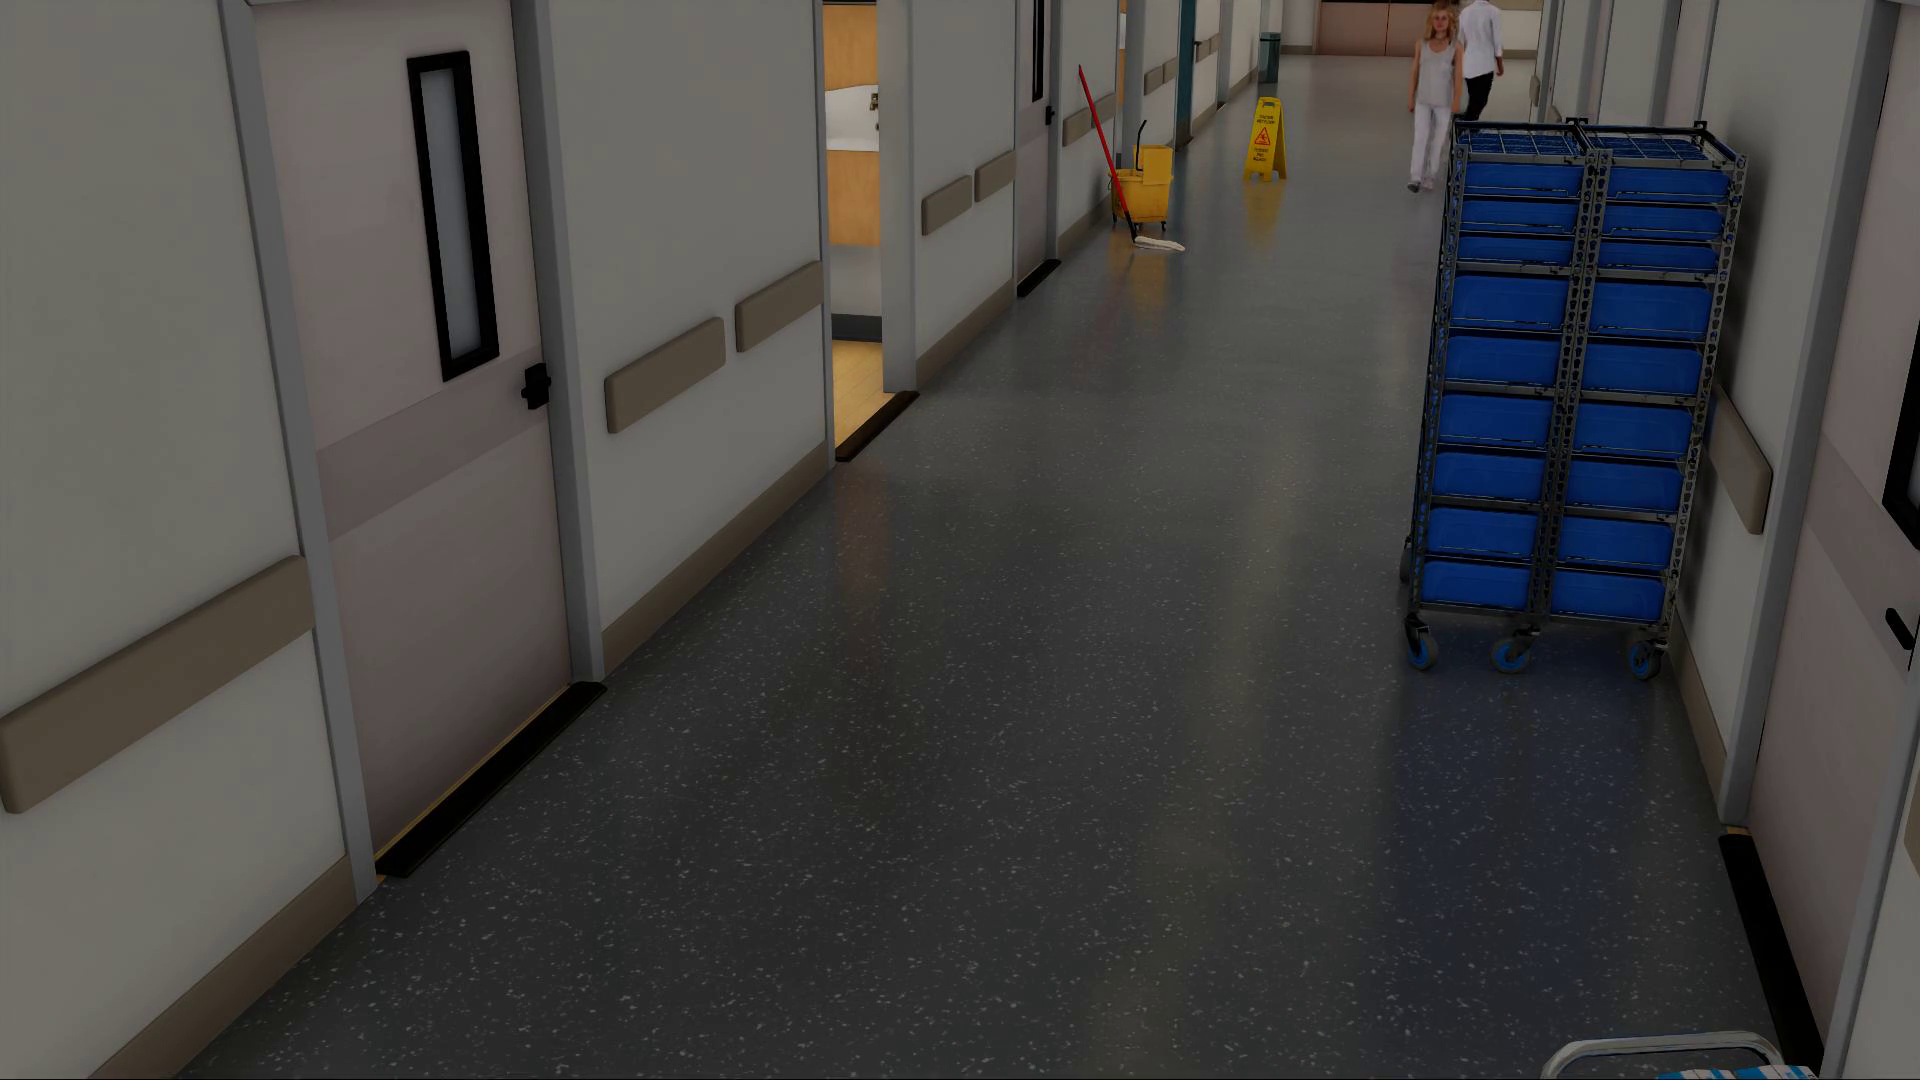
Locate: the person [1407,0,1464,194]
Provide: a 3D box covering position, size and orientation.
[{"bbox_3d":[4.291,-3.964,14.965,0.698,1.640,0.984,8,22,21],"label":"person"}]

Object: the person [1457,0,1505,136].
[{"bbox_3d":[5.498,-5.066,17.676,1.173,1.780,1.018,-17,27,-38],"label":"person"}]
